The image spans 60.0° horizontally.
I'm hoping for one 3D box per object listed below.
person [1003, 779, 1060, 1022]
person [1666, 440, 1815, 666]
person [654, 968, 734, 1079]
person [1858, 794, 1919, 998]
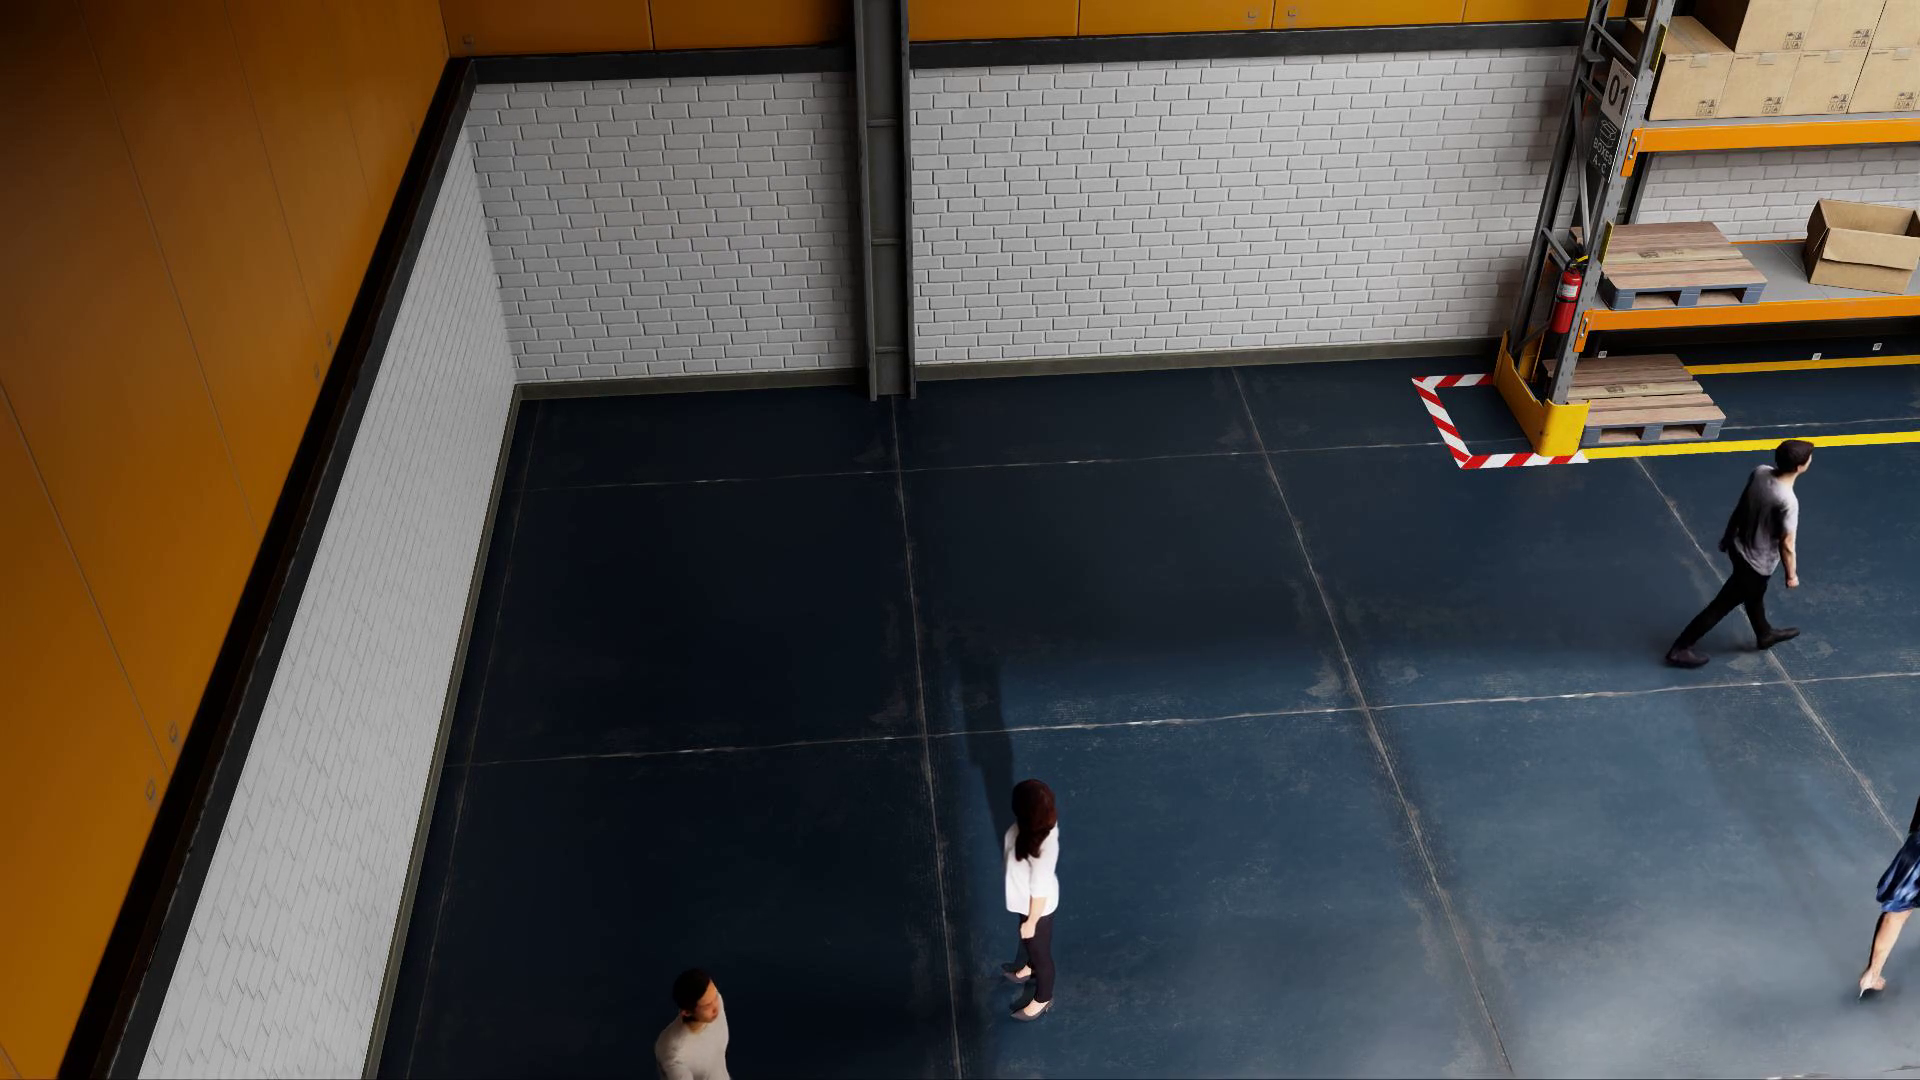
[{"bbox_3d":[0.409,1.913,8.890,0.512,1.792,0.602,-2,39,-2],"label":"person"},{"bbox_3d":[5.191,0.136,11.089,1.198,1.823,0.775,2,39,2],"label":"person"},{"bbox_3d":[-1.351,2.658,7.985,1.243,1.756,1.046,18,42,21],"label":"person"},{"bbox_3d":[5.232,1.838,9.008,1.187,1.762,1.050,-27,46,-29],"label":"person"}]
